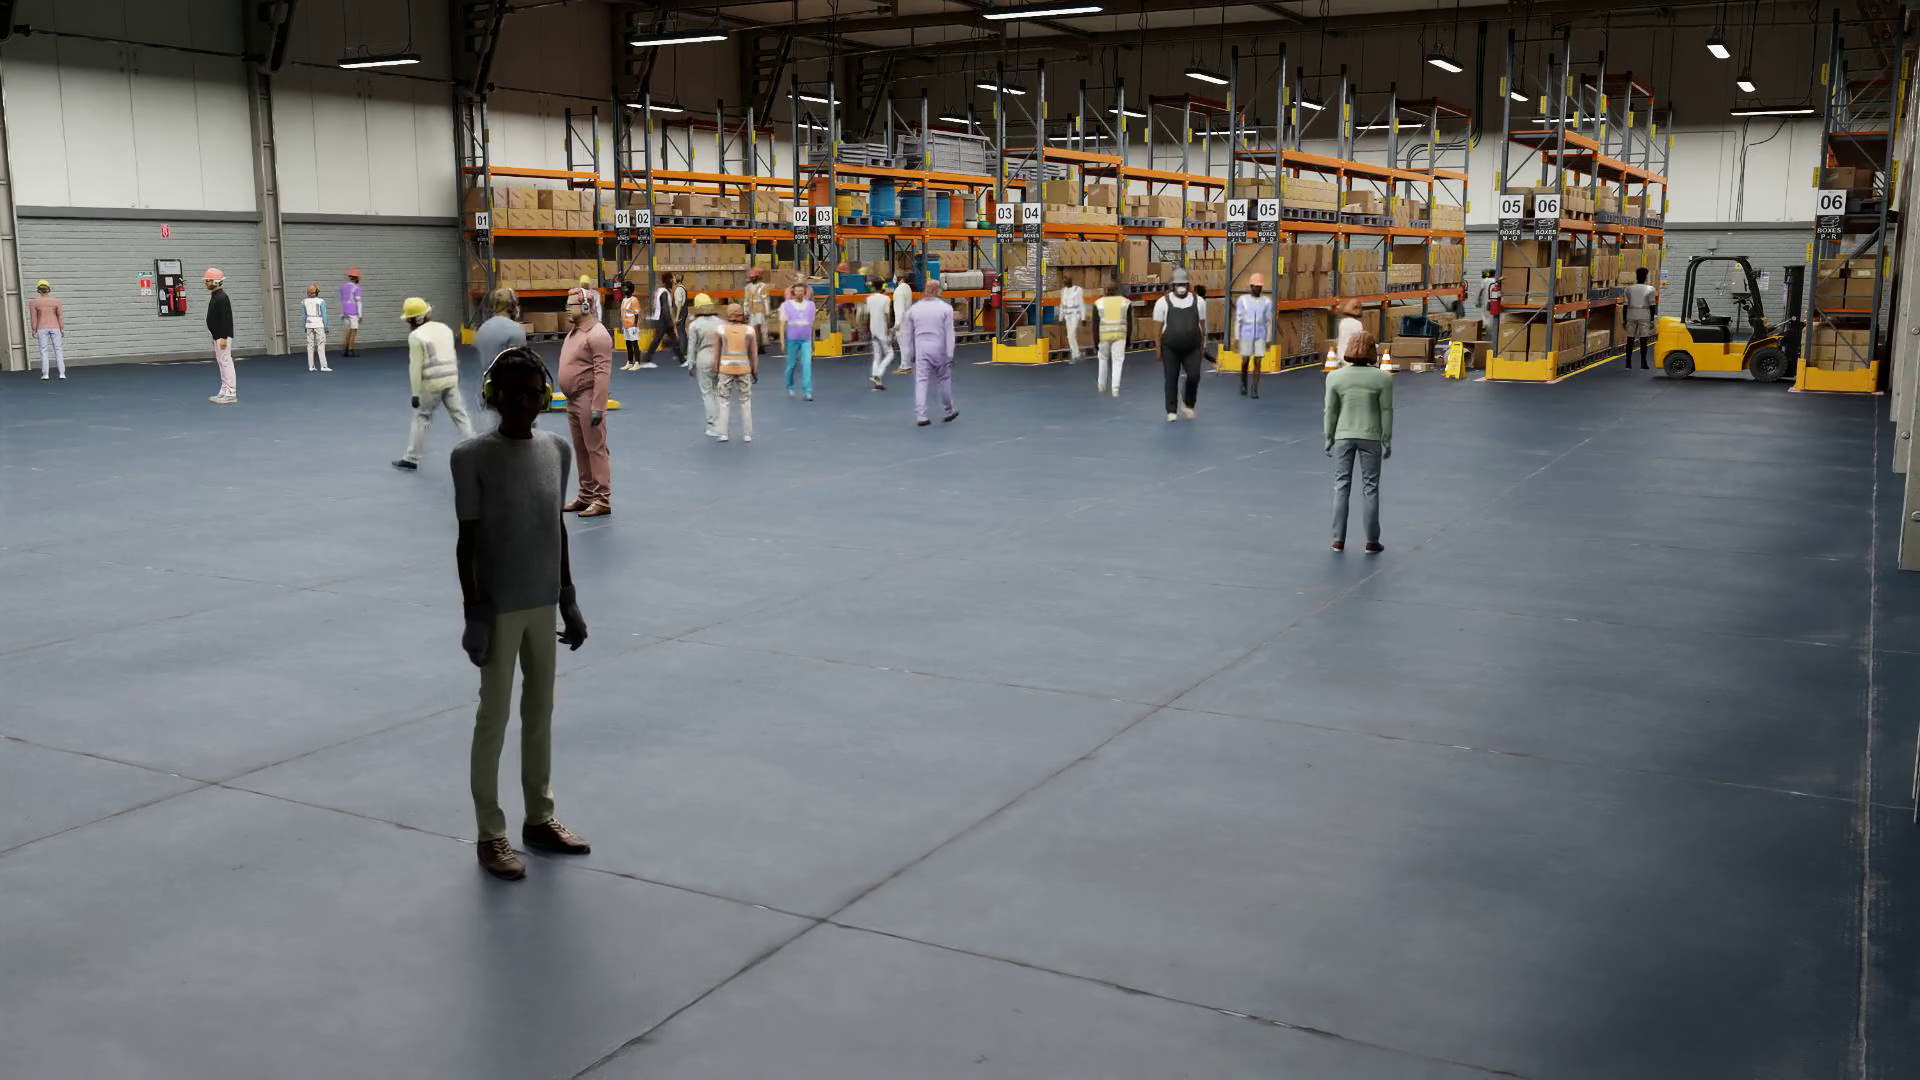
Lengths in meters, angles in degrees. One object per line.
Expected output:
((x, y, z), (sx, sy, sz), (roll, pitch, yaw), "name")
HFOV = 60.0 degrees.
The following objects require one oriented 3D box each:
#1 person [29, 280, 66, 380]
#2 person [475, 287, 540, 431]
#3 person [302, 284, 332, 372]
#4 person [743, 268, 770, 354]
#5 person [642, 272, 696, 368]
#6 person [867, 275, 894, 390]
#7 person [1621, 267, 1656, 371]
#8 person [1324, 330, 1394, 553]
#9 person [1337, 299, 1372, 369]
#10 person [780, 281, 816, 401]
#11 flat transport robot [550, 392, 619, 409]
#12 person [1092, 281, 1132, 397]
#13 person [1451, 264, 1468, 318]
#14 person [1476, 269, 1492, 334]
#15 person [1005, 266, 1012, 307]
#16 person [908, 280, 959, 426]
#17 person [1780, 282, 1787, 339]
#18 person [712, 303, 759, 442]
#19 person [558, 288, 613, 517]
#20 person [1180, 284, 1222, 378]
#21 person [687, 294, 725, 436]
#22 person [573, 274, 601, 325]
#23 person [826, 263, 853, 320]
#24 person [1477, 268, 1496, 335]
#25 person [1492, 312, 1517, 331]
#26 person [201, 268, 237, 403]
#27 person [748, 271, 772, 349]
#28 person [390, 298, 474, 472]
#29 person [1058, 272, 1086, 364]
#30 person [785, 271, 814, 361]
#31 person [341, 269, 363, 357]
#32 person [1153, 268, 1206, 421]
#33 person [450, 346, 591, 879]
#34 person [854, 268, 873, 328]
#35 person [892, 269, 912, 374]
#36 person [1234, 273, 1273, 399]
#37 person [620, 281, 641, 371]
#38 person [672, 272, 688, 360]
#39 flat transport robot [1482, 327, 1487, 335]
((-16.084, -3.699, 29.327), (0.522, 1.761, 0.322), (-7, 12, -35), "person")
((-3.806, -1.196, 14.235), (0.645, 1.904, 0.810), (8, 12, 38), "person")
((-12.163, -3.993, 31.395), (0.513, 1.639, 0.309), (2, 10, 12), "person")
((-4.569, -5.033, 36.694), (0.578, 1.902, 0.912), (5, 11, 28), "person")
((-5.743, -4.288, 32.485), (1.045, 1.857, 0.606), (-1, 10, -8), "person")
((-1.286, -3.346, 26.951), (0.546, 1.863, 0.398), (8, 13, 39), "person")
((12.926, -4.208, 31.708), (0.649, 1.963, 0.376), (7, 12, 37), "person")
((2.928, -0.718, 12.230), (0.497, 1.634, 0.279), (4, 11, 23), "person")
((5.267, -2.367, 21.958), (0.658, 1.614, 0.511), (-2, 10, -11), "person")
((-2.471, -3.030, 25.278), (0.581, 1.808, 0.935), (-4, 10, -21), "person")
((-5.608, -1.965, 23.521), (1.431, 0.197, 0.652), (-4, 11, -23), "flat transport robot")
((2.375, -3.152, 26.048), (0.626, 1.783, 0.985), (0, 10, 2), "person")
((14.074, -6.863, 47.302), (0.892, 1.957, 0.632), (2, 10, 12), "person")
((14.653, -6.630, 46.301), (0.434, 1.816, 0.666), (9, 13, 43), "person")
((1.309, -7.006, 47.860), (0.609, 2.040, 0.395), (0, 10, 0), "person")
((-0.326, -2.432, 21.591), (0.678, 1.856, 0.965), (4, 10, 20), "person")
((21.300, -6.052, 42.630), (0.585, 1.918, 0.379), (-8, 13, -40), "person")
((-2.617, -1.945, 19.424), (0.541, 1.632, 0.341), (-3, 10, -16), "person")
((-3.162, -1.151, 13.973), (0.409, 1.909, 0.640), (-7, 12, -36), "person")
((4.312, -3.711, 29.617), (0.674, 1.677, 0.541), (2, 10, 10), "person")
((-3.119, -2.145, 20.341), (0.496, 1.709, 0.764), (-6, 11, -31), "person")
((-7.828, -4.665, 34.865), (0.595, 1.801, 0.895), (-3, 10, -15), "person")
((-2.814, -5.469, 38.946), (0.466, 2.022, 0.665), (6, 11, 30), "person")
((14.550, -6.550, 45.774), (0.583, 1.837, 0.553), (1, 10, 7), "person")
((15.229, -6.601, 46.239), (0.648, 1.785, 0.990), (-4, 11, -23), "person")
((-11.013, -3.036, 24.742), (0.383, 1.996, 0.609), (-6, 12, -33), "person")
((-4.736, -5.370, 38.890), (0.587, 1.840, 0.965), (4, 11, 24), "person")
((-5.288, -1.554, 16.794), (0.804, 1.762, 0.650), (5, 11, 26), "person")
((2.183, -4.449, 33.416), (0.672, 1.858, 0.616), (-7, 12, -37), "person")
((-3.337, -4.655, 34.649), (0.667, 1.865, 0.982), (-4, 10, -20), "person")
((-13.108, -4.892, 35.905), (0.574, 1.900, 0.544), (5, 11, 27), "person")
((2.896, -2.572, 21.896), (0.696, 2.000, 0.538), (0, 10, -1), "person")
((-1.550, 0.245, 5.928), (0.335, 1.864, 0.521), (8, 12, 38), "person")
((-2.379, -5.738, 40.915), (0.632, 1.872, 0.991), (4, 10, 22), "person")
((-1.069, -4.053, 30.868), (0.352, 1.937, 0.635), (2, 10, 14), "person")
((4.491, -3.118, 25.437), (0.574, 1.924, 0.415), (0, 10, 0), "person")
((-6.260, -4.050, 31.559), (0.318, 1.697, 0.536), (-8, 13, -40), "person")
((-5.886, -4.696, 34.909), (0.345, 1.846, 0.507), (0, 10, 1), "person")
((14.138, -5.808, 46.019), (0.652, 0.197, 1.431), (1, 10, 7), "flat transport robot")
